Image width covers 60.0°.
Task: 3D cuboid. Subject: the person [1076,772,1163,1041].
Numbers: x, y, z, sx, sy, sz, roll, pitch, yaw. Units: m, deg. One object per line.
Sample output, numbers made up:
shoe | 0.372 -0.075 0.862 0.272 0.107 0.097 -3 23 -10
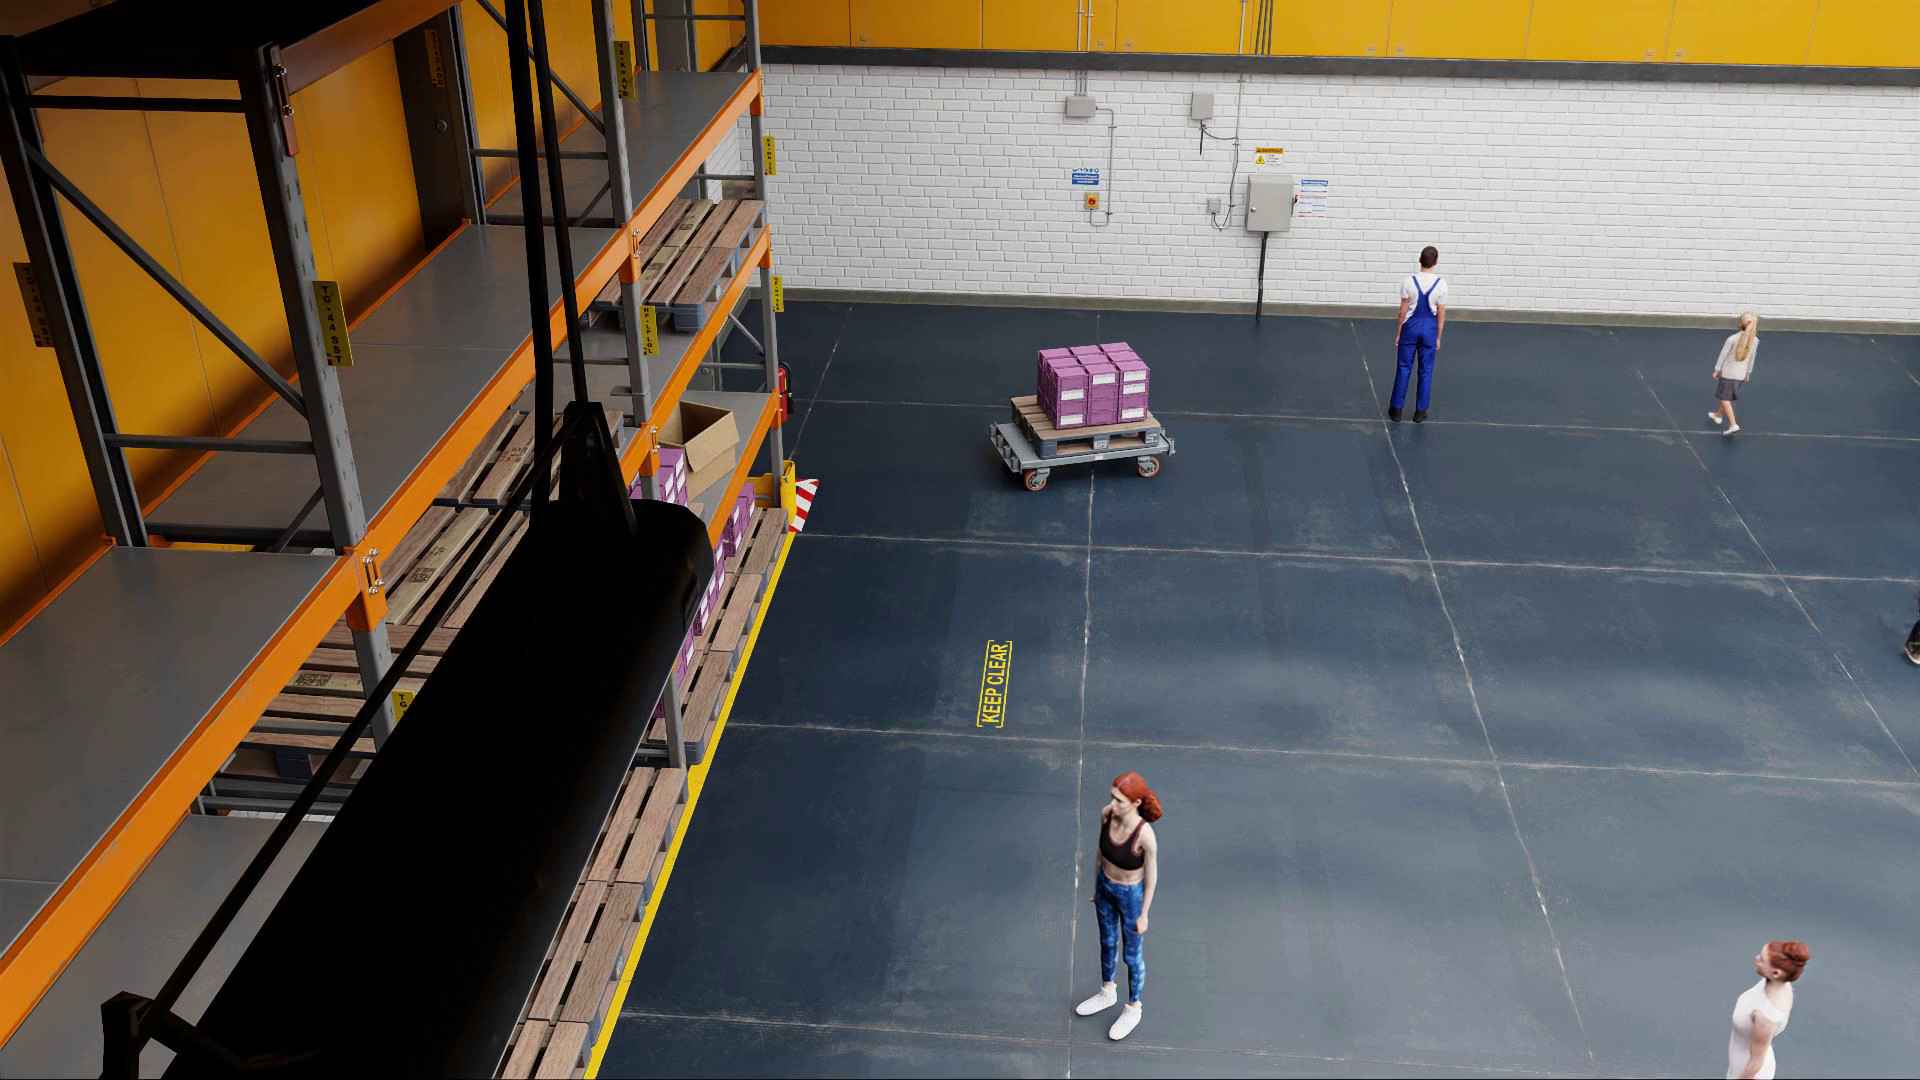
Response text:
person | 0.914 2.050 9.408 0.731 1.785 0.671 -22 36 -35

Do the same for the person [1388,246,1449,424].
person | 4.669 -2.096 16.941 0.654 1.851 0.603 7 29 12

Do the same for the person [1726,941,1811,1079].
person | 3.922 2.672 8.260 0.707 1.793 0.577 16 33 27

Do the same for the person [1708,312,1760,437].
person | 7.825 -1.667 16.769 0.650 1.261 0.899 -5 29 -10
